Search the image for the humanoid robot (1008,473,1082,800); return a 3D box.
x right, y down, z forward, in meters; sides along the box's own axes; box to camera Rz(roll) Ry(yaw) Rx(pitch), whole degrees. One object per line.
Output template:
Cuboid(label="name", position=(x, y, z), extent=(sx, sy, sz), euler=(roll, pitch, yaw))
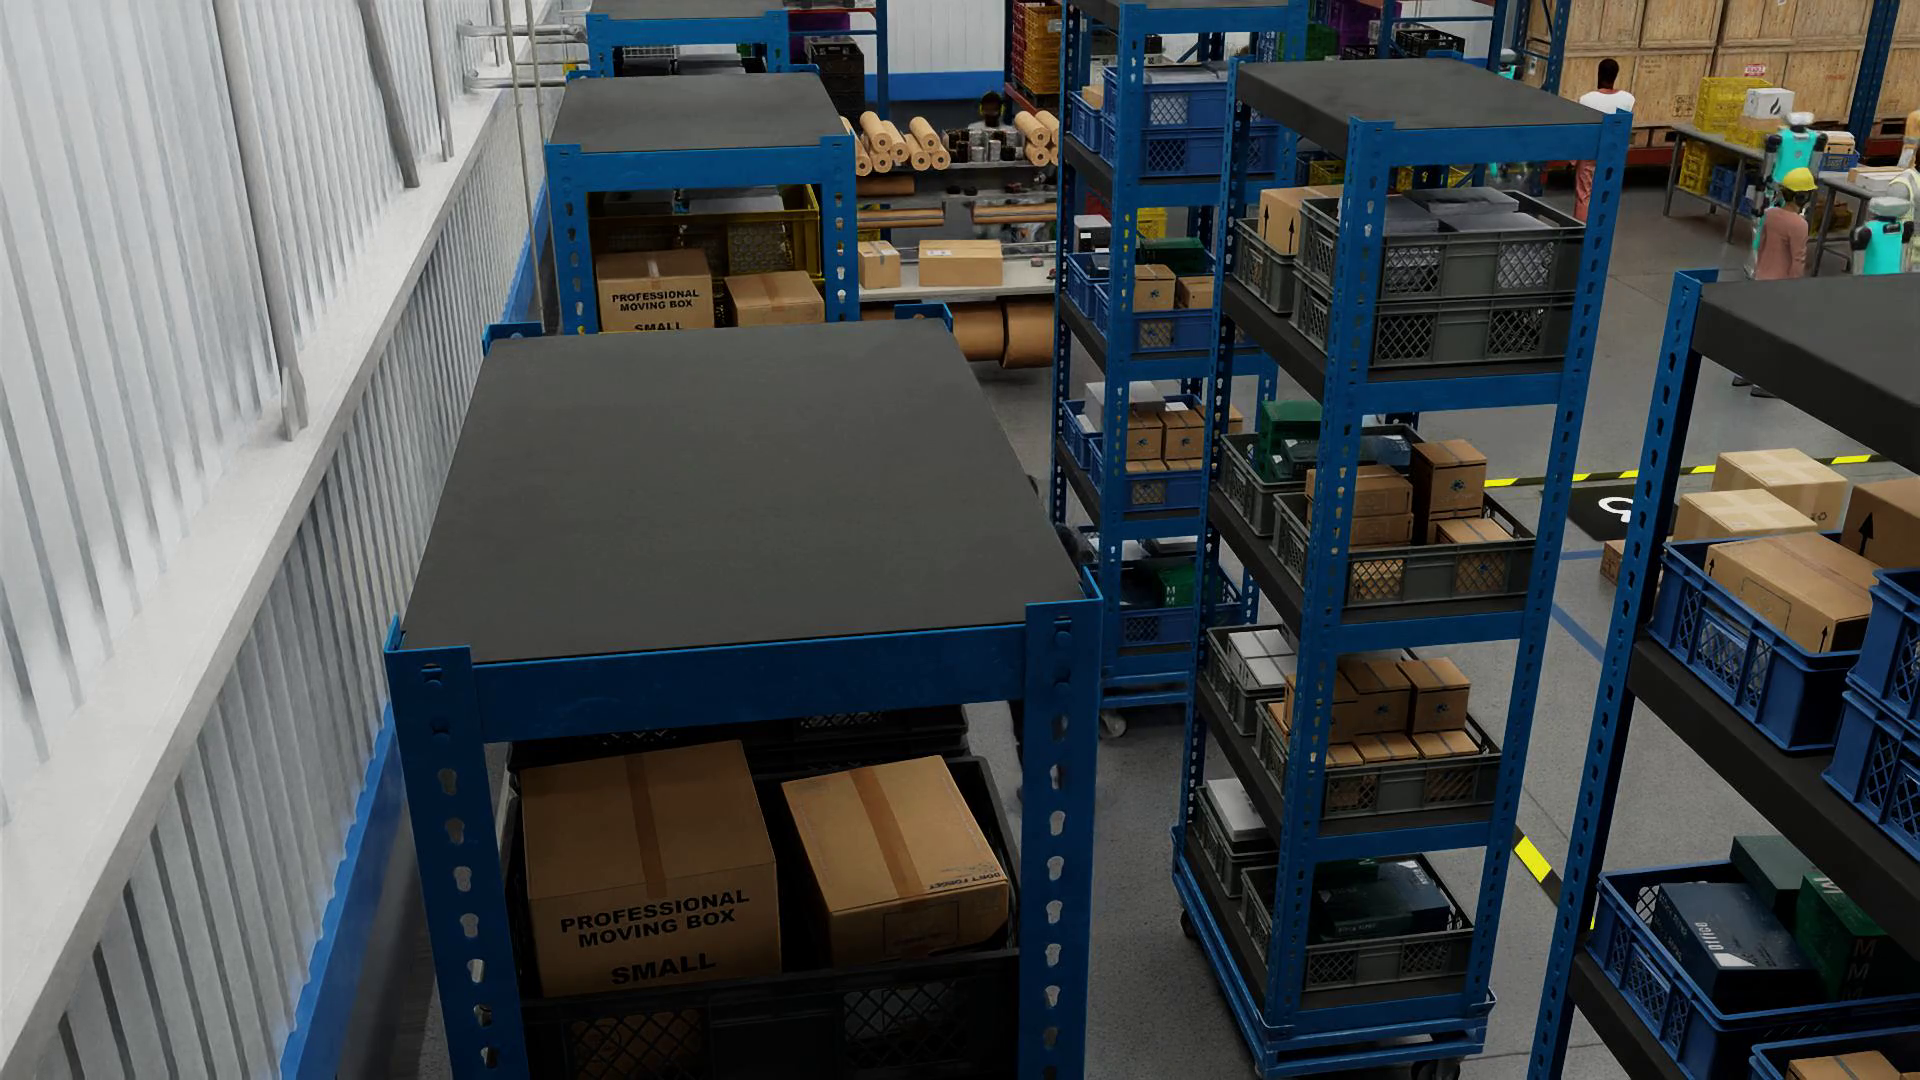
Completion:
Cuboid(label="humanoid robot", position=(0.323, 0.479, 7.580), extent=(0.609, 1.645, 0.369), euler=(-10, 27, -21))

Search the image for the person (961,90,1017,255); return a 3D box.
Cuboid(label="person", position=(0.291, -3.284, 15.534), extent=(0.546, 1.854, 0.584), euler=(6, 25, 13))

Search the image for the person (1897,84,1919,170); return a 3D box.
Cuboid(label="person", position=(9.178, -3.528, 15.981), extent=(0.542, 1.930, 0.371), euler=(-8, 26, -16))

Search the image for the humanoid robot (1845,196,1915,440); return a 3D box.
Cuboid(label="humanoid robot", position=(6.670, -1.515, 11.820), extent=(0.615, 1.739, 0.788), euler=(-10, 27, -21))

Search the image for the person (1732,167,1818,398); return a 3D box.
Cuboid(label="person", position=(6.296, -1.978, 12.802), extent=(0.304, 1.772, 0.524), euler=(-3, 25, -7))

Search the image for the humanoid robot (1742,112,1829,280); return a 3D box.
Cuboid(label="humanoid robot", position=(7.497, -3.128, 15.407), extent=(0.537, 1.768, 1.030), euler=(1, 25, 2))

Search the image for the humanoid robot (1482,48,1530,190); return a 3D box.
Cuboid(label="humanoid robot", position=(5.941, -4.376, 18.096), extent=(0.539, 1.811, 0.765), euler=(-7, 26, -15))

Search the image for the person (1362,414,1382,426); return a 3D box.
Cuboid(label="person", position=(1.819, 0.194, 7.989), extent=(0.587, 1.847, 0.396), euler=(-2, 25, -4))

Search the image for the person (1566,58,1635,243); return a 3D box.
Cuboid(label="person", position=(6.381, -3.835, 16.663), extent=(0.592, 1.919, 0.392), euler=(-4, 25, -8))

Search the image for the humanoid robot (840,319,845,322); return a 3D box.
Cuboid(label="humanoid robot", position=(-0.695, -0.505, 9.726), extent=(0.584, 1.641, 0.639), euler=(-10, 26, -20))

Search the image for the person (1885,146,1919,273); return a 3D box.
Cuboid(label="person", position=(7.674, -2.323, 13.466), extent=(0.629, 1.842, 0.429), euler=(-14, 28, -27))

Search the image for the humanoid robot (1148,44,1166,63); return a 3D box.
Cuboid(label="humanoid robot", position=(2.357, -4.734, 18.735), extent=(0.727, 1.714, 0.531), euler=(-7, 26, -15))

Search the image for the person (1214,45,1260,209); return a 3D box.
Cuboid(label="person", position=(3.091, -4.529, 18.309), extent=(0.917, 1.814, 0.511), euler=(8, 26, 18))

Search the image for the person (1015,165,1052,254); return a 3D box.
Cuboid(label="person", position=(0.672, -2.833, 14.695), extent=(0.322, 1.738, 0.491), euler=(15, 29, 30))
